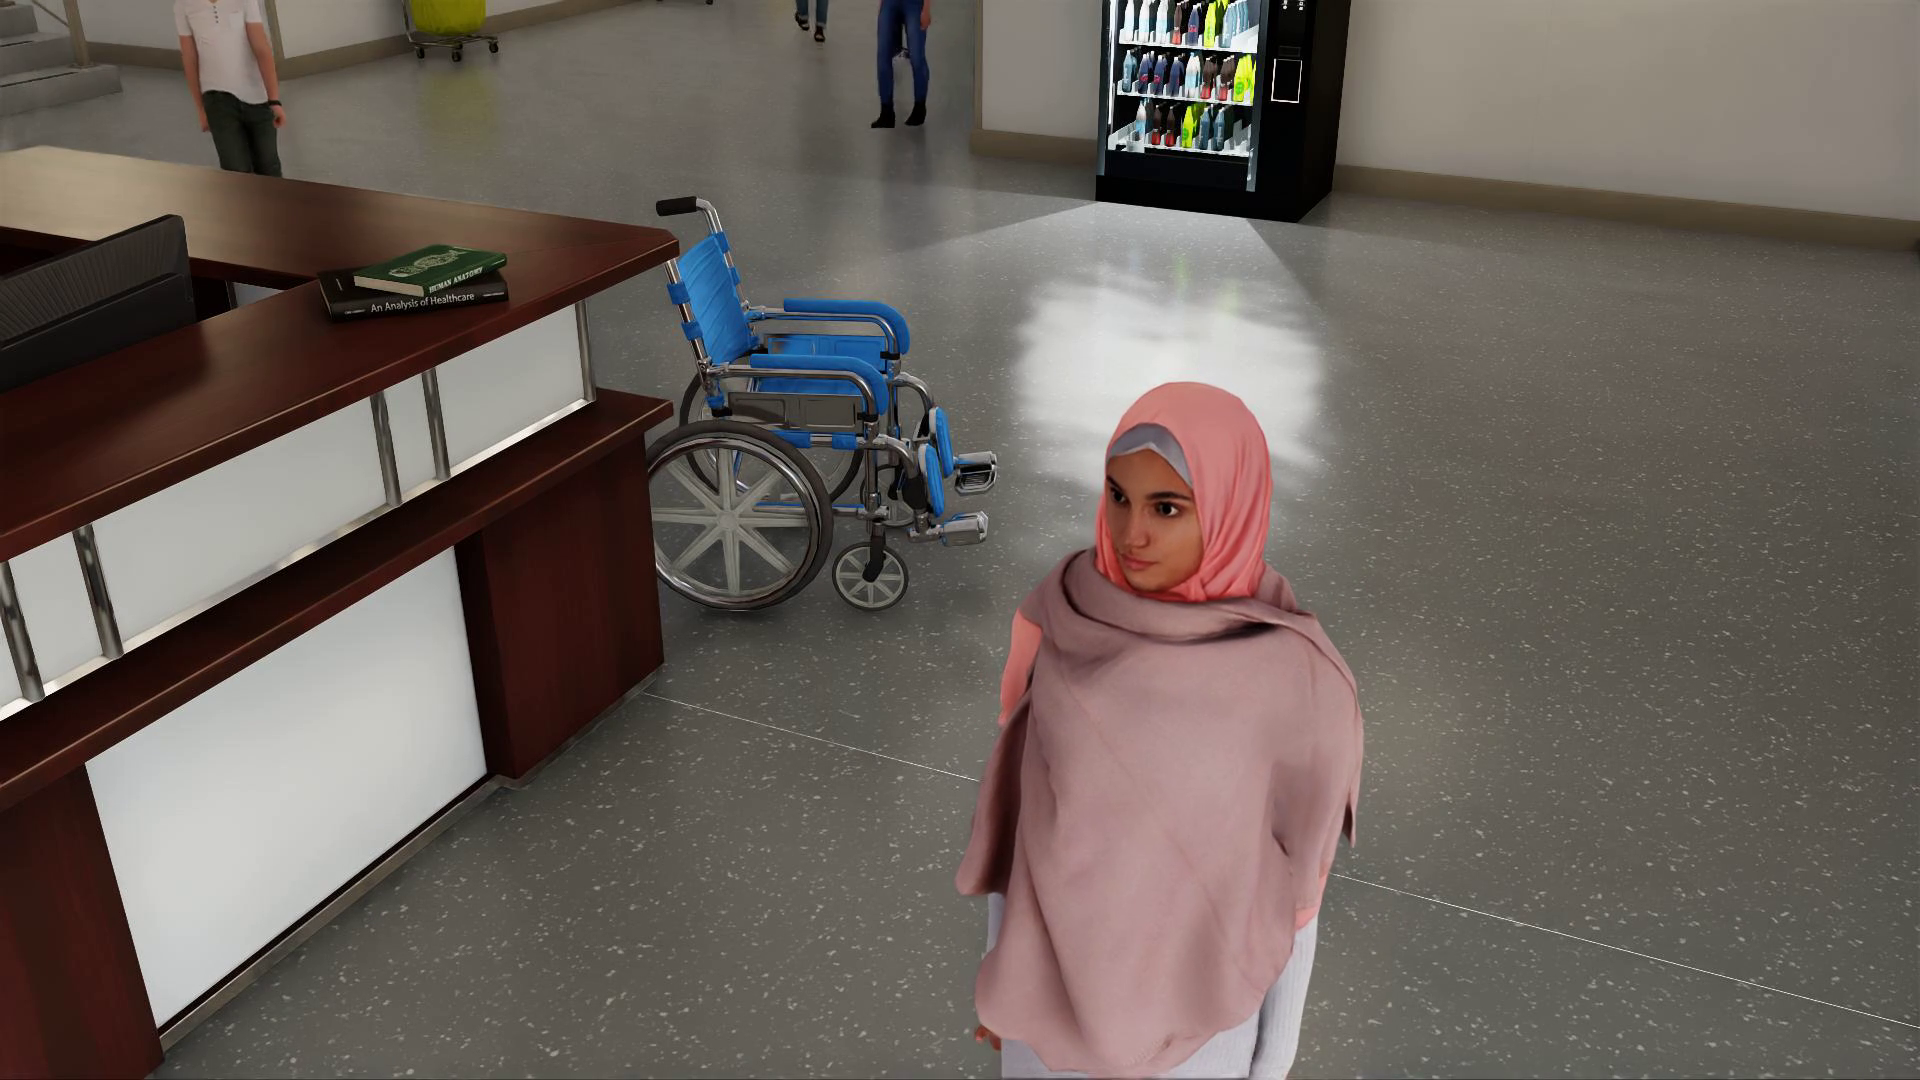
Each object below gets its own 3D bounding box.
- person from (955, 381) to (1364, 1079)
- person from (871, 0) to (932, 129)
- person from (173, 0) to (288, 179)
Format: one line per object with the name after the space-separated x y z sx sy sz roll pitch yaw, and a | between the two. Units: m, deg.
0.242 0.636 2.288 0.540 1.803 0.699 14 29 27 | person
-0.326 -3.625 11.348 0.732 1.608 0.714 13 29 25 | person
-3.606 -2.185 8.347 1.087 1.620 1.161 -10 27 -19 | person
